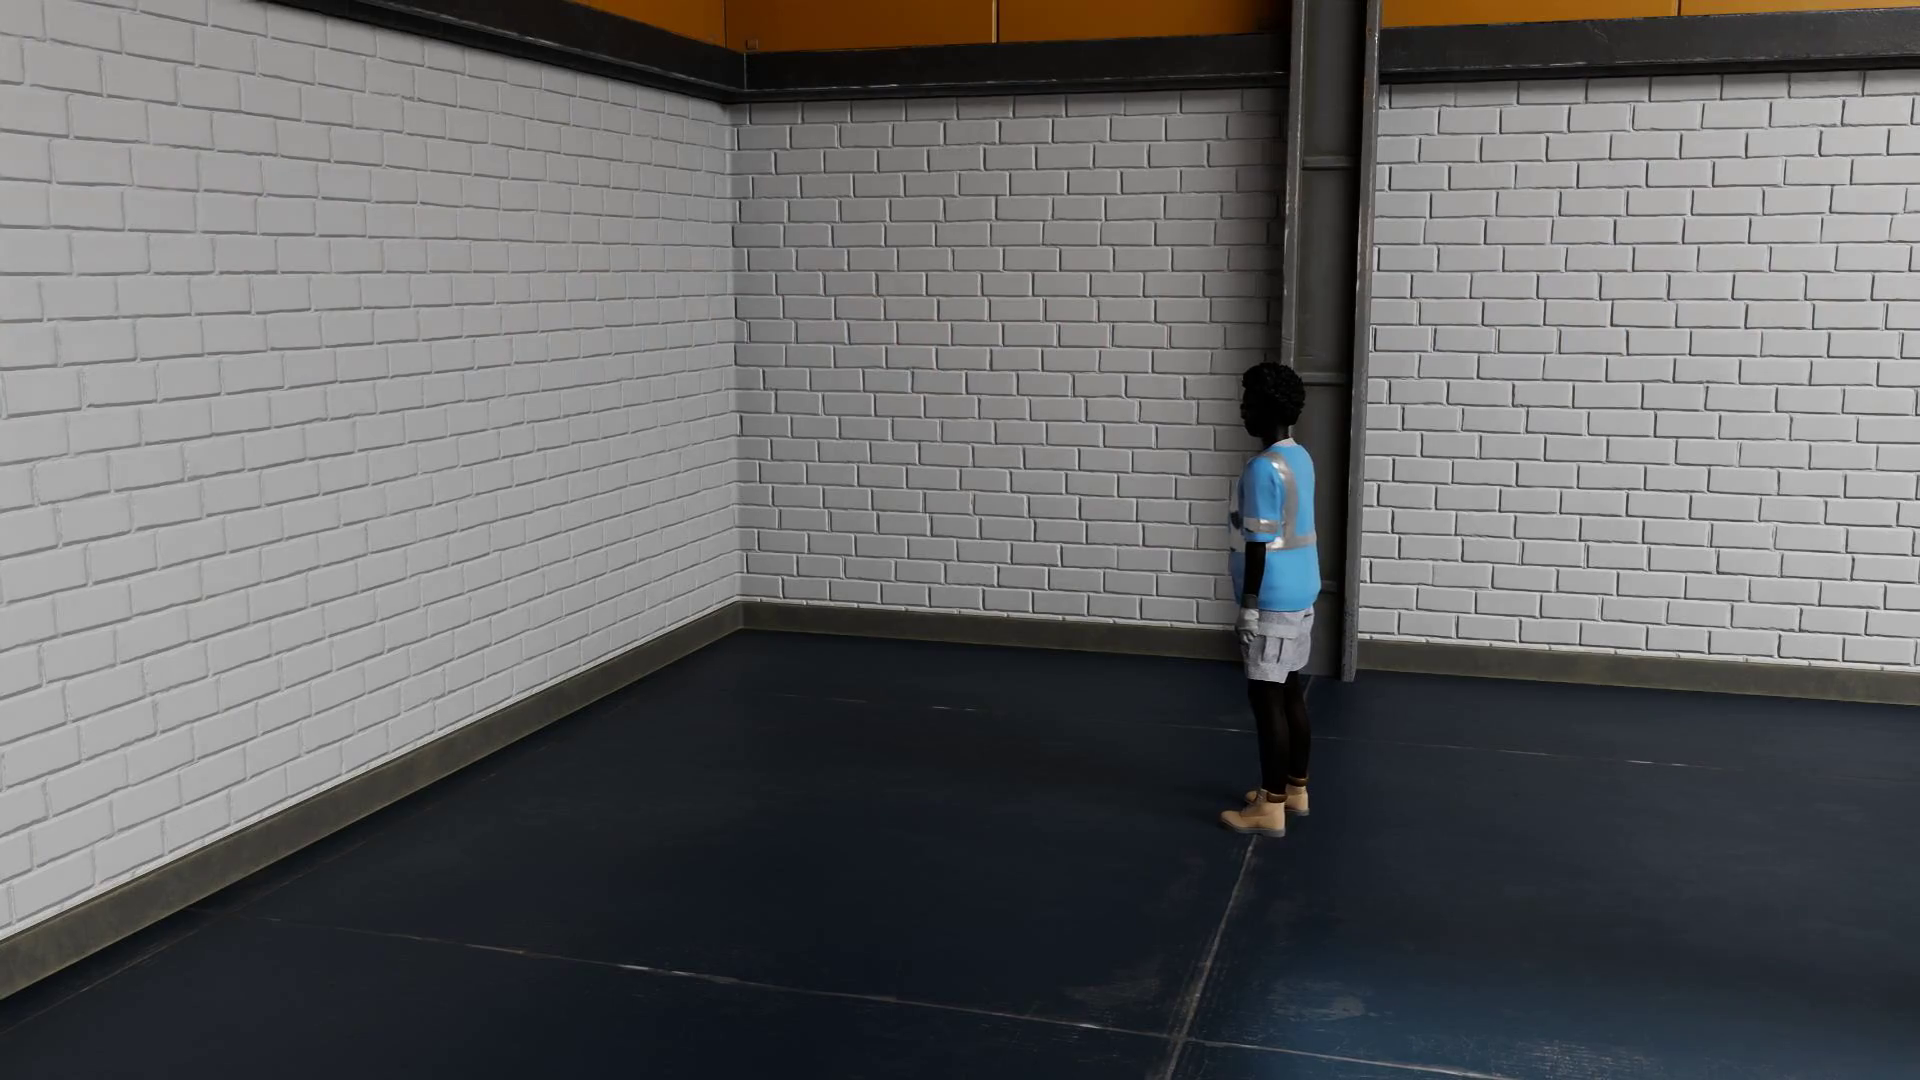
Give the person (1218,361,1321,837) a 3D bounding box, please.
[{"bbox_3d":[1.122,0.209,5.972,0.321,1.689,0.530,4,10,25],"label":"person"}]
